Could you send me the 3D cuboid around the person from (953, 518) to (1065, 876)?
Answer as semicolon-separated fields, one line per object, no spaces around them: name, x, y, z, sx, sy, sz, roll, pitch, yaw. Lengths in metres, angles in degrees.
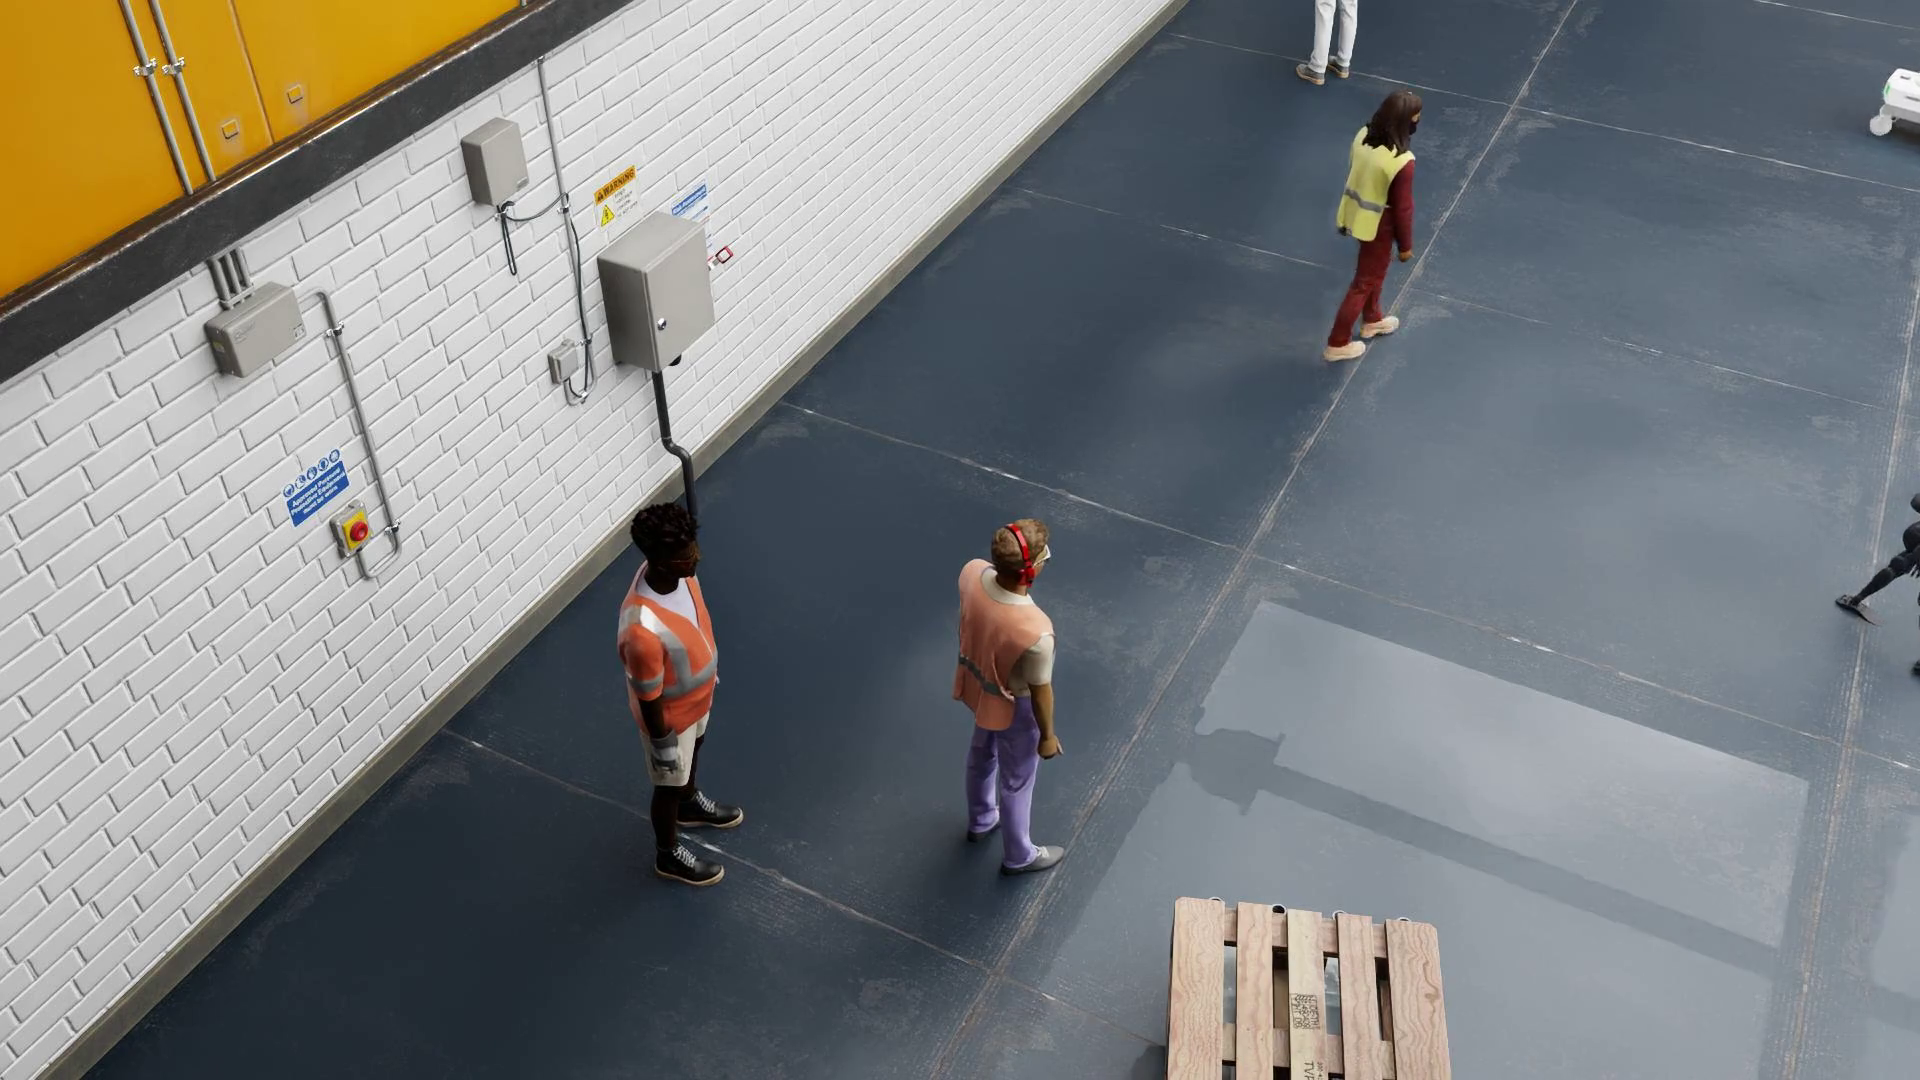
person;0.187;0.667;6.857;0.396;1.847;0.563;-23;46;-24

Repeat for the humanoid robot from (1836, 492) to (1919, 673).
humanoid robot;4.772;-0.100;7.899;0.598;1.630;0.735;-27;48;-28

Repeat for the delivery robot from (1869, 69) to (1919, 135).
delivery robot;7.228;-3.221;12.348;0.762;0.587;0.499;27;48;28

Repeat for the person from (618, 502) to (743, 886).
person;-1.157;0.633;6.814;0.368;1.959;0.601;6;41;6

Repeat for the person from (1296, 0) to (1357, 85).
person;2.908;-4.437;12.746;0.579;1.882;0.340;-18;44;-19

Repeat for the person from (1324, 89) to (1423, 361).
person;2.555;-1.864;9.871;0.733;1.741;0.496;-14;43;-16
